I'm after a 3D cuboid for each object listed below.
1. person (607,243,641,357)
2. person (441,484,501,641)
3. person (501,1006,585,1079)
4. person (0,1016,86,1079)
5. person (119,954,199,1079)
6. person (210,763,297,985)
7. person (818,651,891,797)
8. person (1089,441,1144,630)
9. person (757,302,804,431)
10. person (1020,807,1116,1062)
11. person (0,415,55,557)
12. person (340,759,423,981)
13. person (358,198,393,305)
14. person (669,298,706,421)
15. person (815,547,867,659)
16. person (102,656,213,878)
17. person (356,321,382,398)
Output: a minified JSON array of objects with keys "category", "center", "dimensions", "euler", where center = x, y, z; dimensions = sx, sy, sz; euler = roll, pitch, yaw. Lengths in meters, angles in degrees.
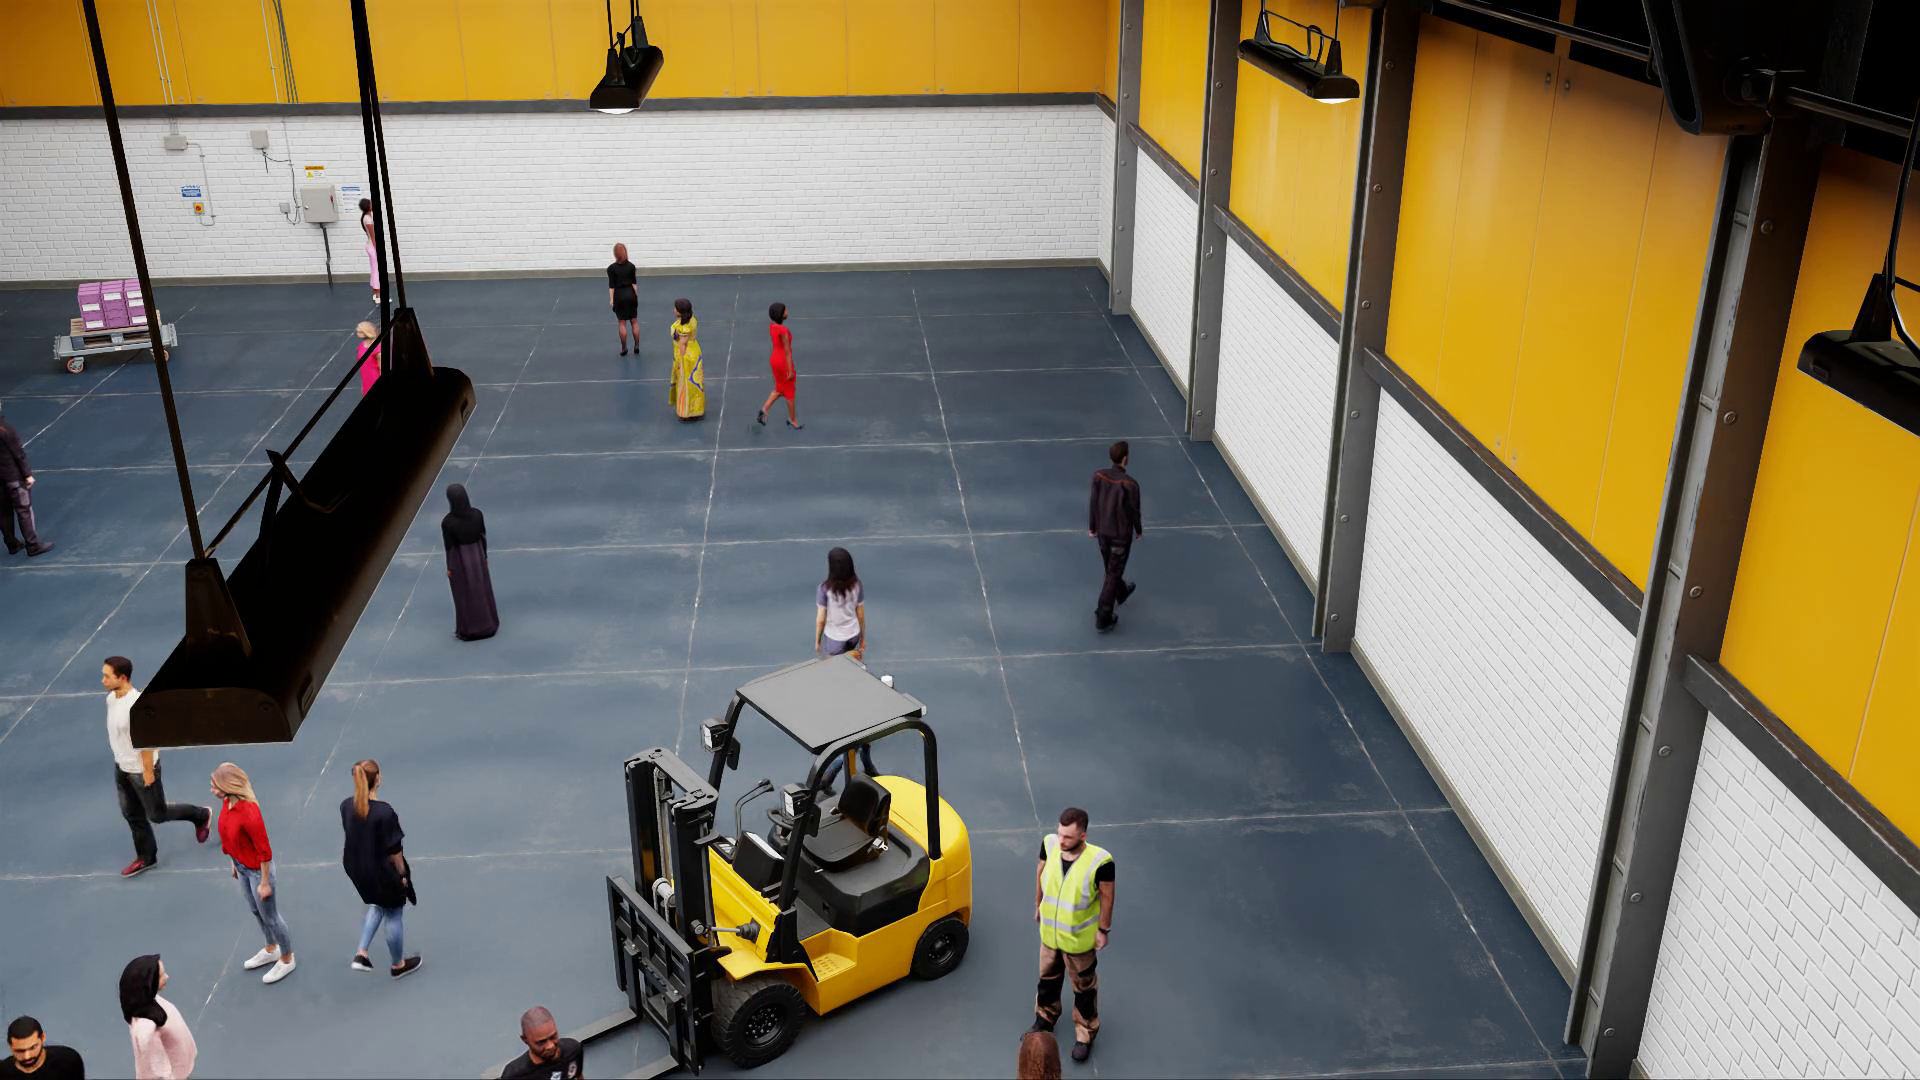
[{"category":"person","center":[-5.001,-3.588,24.826],"dimensions":[0.651,1.705,0.624],"euler":[-12,26,-25]},{"category":"person","center":[-4.822,0.201,16.272],"dimensions":[0.711,1.614,0.754],"euler":[-19,30,-37]},{"category":"person","center":[-2.210,3.270,9.014],"dimensions":[0.806,1.804,0.763],"euler":[21,31,40]},{"category":"person","center":[-4.961,3.261,9.108],"dimensions":[0.728,1.746,0.755],"euler":[-13,27,-28]},{"category":"person","center":[-4.517,3.100,9.449],"dimensions":[0.774,1.767,0.602],"euler":[-10,26,-22]},{"category":"person","center":[-4.855,2.266,11.435],"dimensions":[0.676,1.705,0.739],"euler":[19,30,36]},{"category":"person","center":[-0.919,1.531,13.633],"dimensions":[0.752,1.290,0.911],"euler":[-11,26,-24]},{"category":"person","center":[1.501,-0.020,16.462],"dimensions":[1.177,1.868,1.222],"euler":[19,30,36]},{"category":"person","center":[-2.379,-2.248,21.723],"dimensions":[0.863,1.735,0.891],"euler":[-14,27,-28]},{"category":"person","center":[0.704,2.495,10.736],"dimensions":[0.850,1.845,0.897],"euler":[13,27,27]},{"category":"person","center":[-10.355,-0.712,18.083],"dimensions":[0.795,1.837,0.725],"euler":[7,25,16]},{"category":"person","center":[-4.061,2.303,11.386],"dimensions":[0.822,1.677,0.903],"euler":[13,27,27]},{"category":"person","center":[-9.731,-4.807,27.577],"dimensions":[0.699,1.737,0.572],"euler":[-11,26,-24]},{"category":"person","center":[-3.646,-2.439,22.255],"dimensions":[0.946,1.660,0.757],"euler":[1,24,3]},{"category":"person","center":[-1.001,0.920,14.528],"dimensions":[0.924,1.695,1.211],"euler":[-13,27,-27]},{"category":"person","center":[-6.174,1.684,12.660],"dimensions":[0.980,1.790,1.086],"euler":[15,28,30]},{"category":"person","center":[-7.395,-1.958,21.071],"dimensions":[0.669,1.726,0.718],"euler":[16,28,33]}]
